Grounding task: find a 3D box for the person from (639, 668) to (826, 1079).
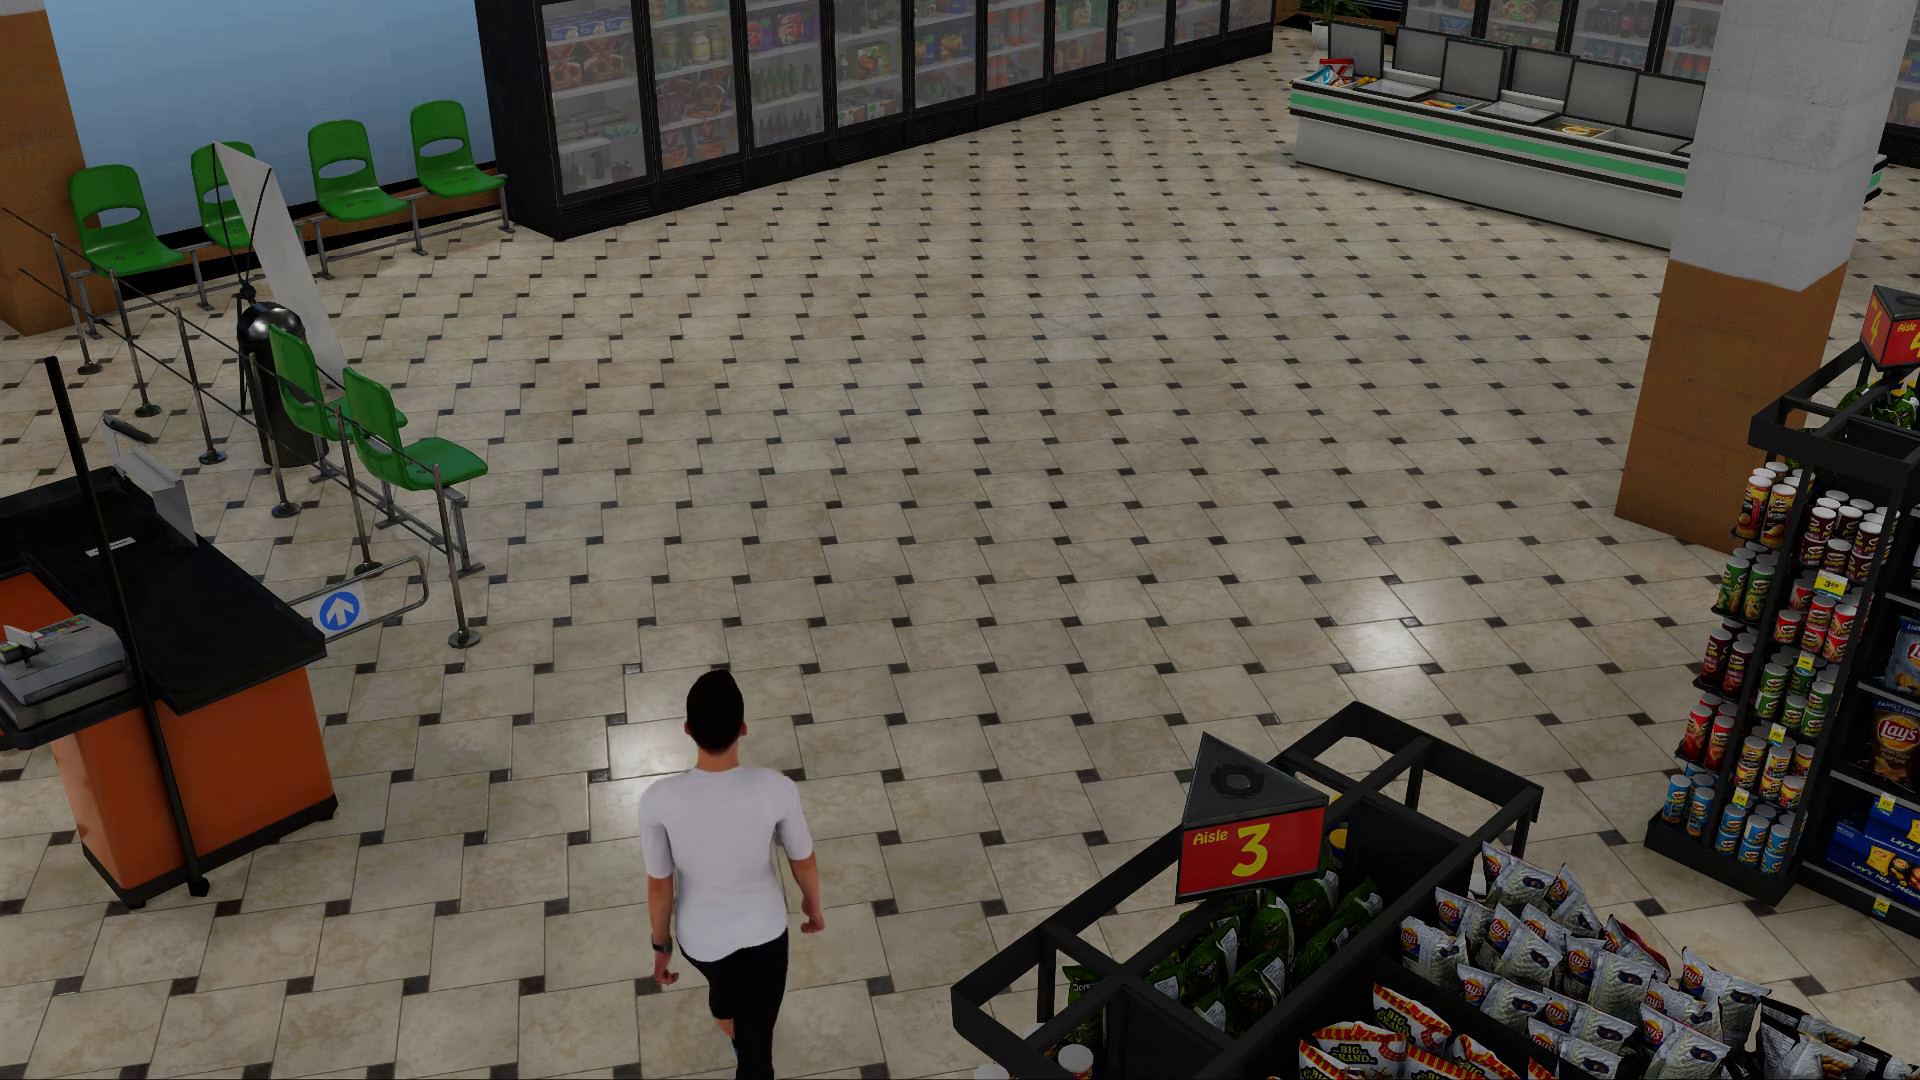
[{"bbox_3d":[-0.710,1.285,5.202,1.201,1.808,1.298,-2,29,-3],"label":"person"}]
